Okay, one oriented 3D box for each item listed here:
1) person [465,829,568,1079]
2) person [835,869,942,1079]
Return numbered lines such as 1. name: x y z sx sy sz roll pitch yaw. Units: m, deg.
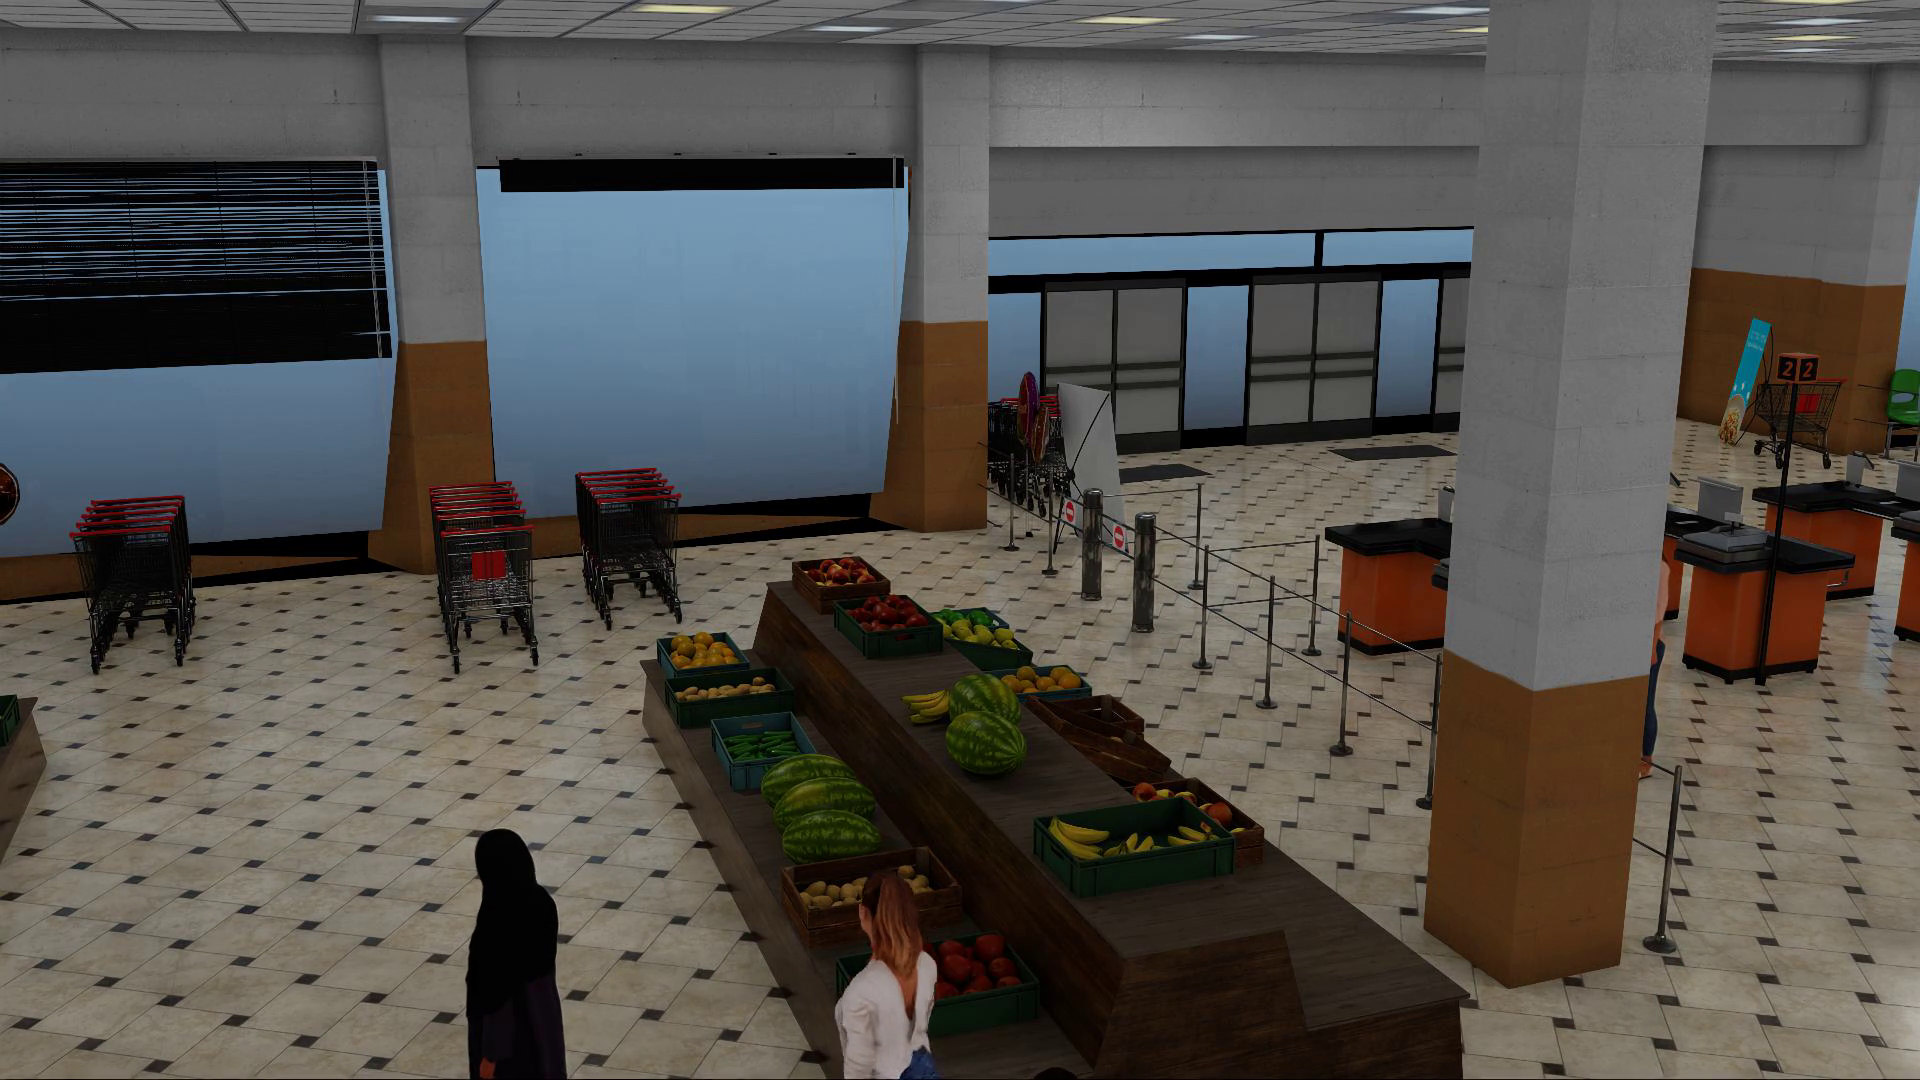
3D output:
1. person: -1.686 1.851 6.337 0.775 1.615 0.700 4 14 17
2. person: -0.176 1.977 5.631 1.006 1.703 0.879 9 16 33
